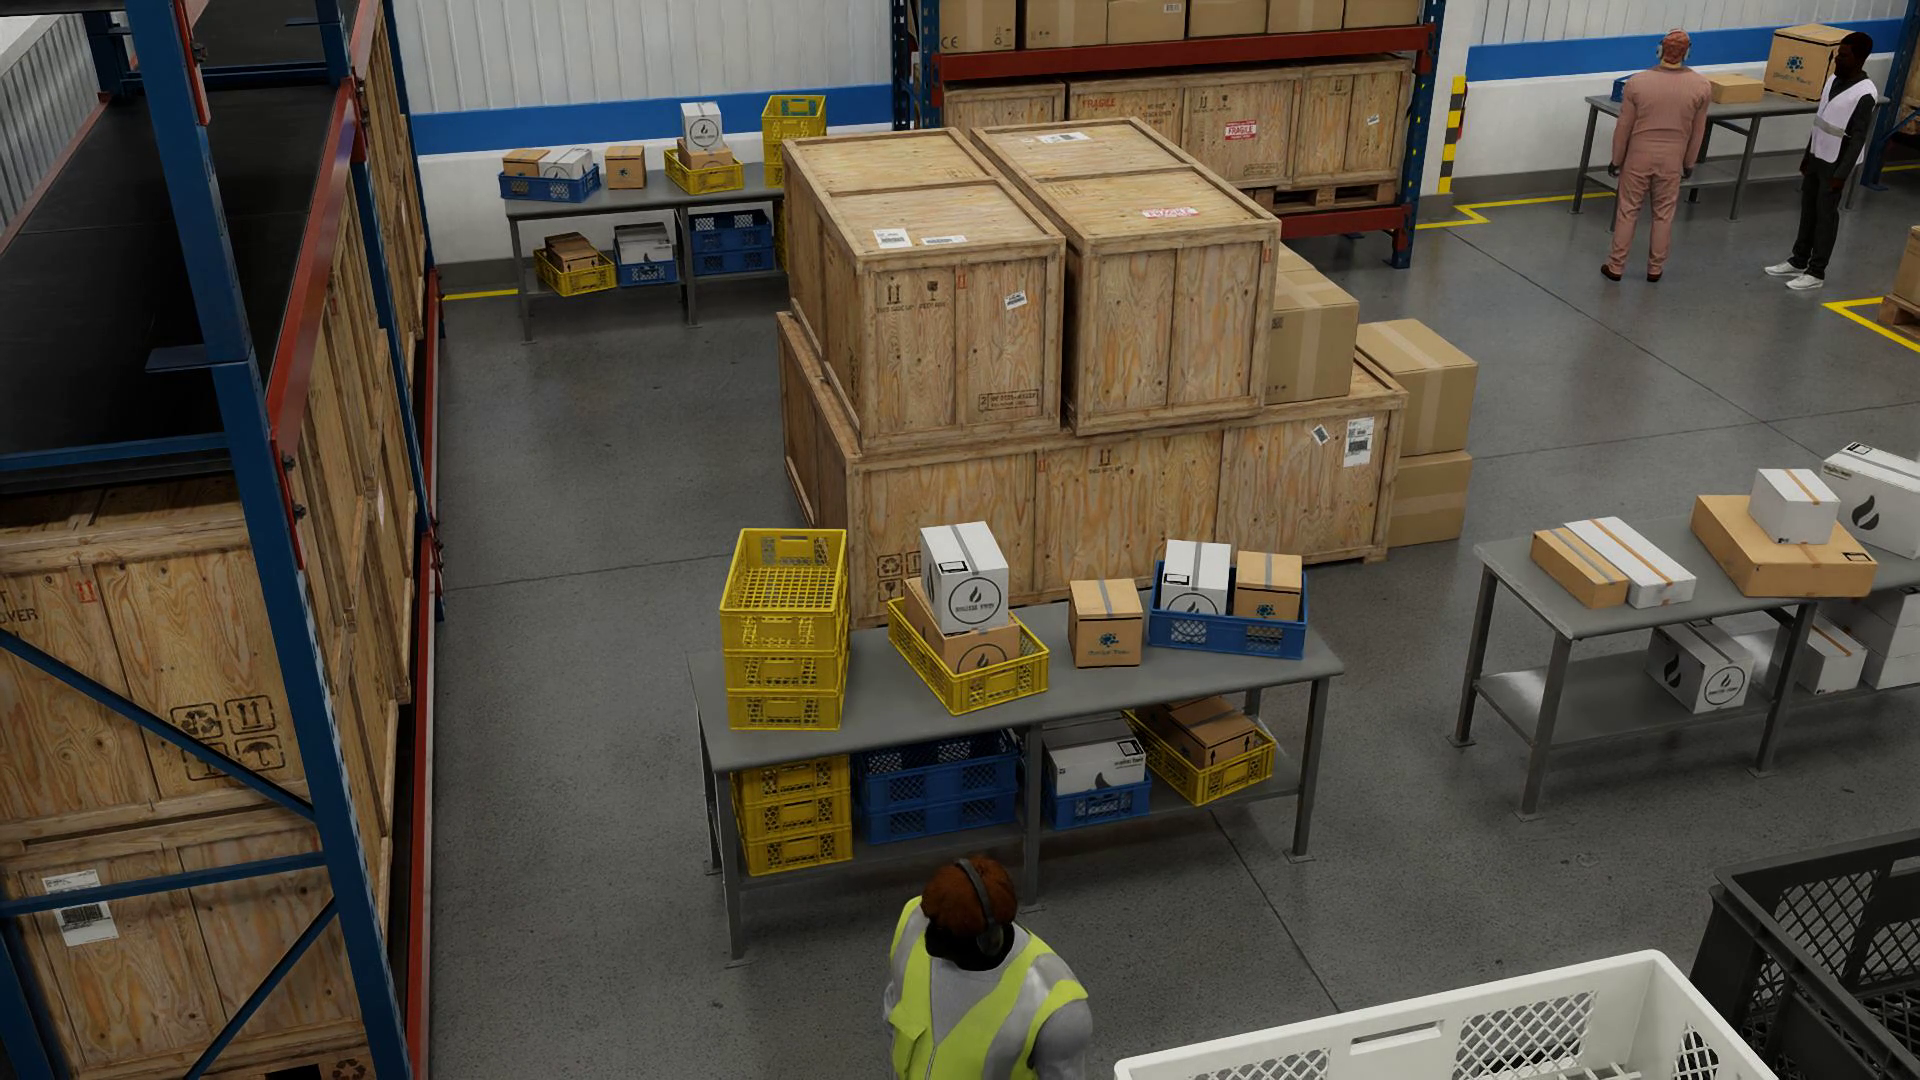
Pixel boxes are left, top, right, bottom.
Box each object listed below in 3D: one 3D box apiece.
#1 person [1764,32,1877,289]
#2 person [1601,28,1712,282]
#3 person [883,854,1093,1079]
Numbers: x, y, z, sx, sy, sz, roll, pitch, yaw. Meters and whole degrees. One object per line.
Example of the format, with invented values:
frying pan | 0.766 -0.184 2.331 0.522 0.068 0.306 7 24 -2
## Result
person | 6.591 -2.866 12.594 0.392 1.920 0.593 -1 29 -2
person | 5.290 -2.920 12.706 0.642 1.908 0.399 6 29 10
person | 0.033 1.603 4.568 0.621 1.840 0.429 21 35 33
